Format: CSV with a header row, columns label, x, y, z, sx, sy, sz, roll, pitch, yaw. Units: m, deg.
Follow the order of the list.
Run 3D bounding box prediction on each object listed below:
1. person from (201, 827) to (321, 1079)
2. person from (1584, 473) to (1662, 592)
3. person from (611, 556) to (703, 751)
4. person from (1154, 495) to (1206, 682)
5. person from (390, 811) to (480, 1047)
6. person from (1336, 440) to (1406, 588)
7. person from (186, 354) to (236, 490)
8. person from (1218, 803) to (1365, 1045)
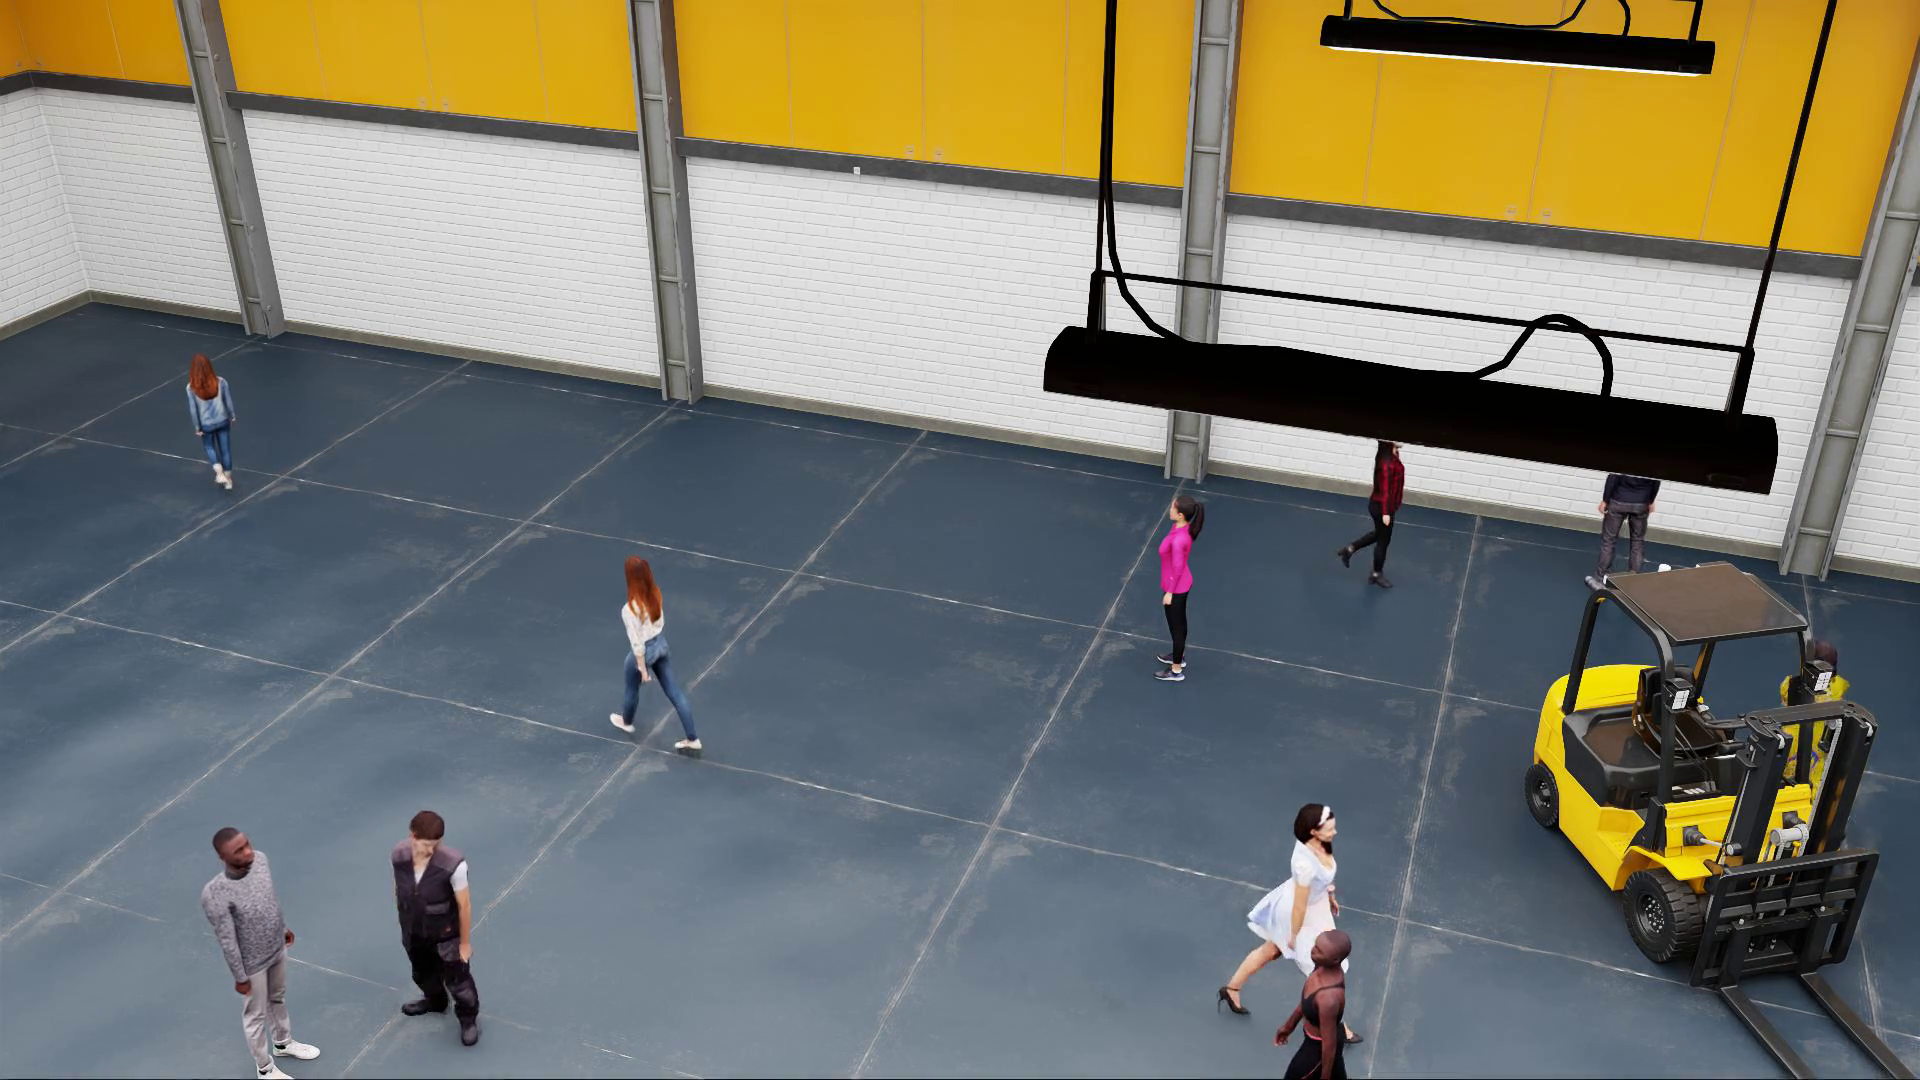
label,x,y,z,sx,sy,sz,roll,pitch,yaw
person,-4.221,2.468,9.963,0.569,1.838,0.700,7,29,12
person,6.088,-0.339,15.074,0.714,1.872,0.821,-1,29,-1
person,-2.347,0.919,12.961,1.200,1.686,0.787,18,33,29
person,1.829,0.385,13.927,0.588,1.699,0.593,7,29,13
person,-3.231,2.340,10.226,0.583,1.811,0.919,14,32,24
person,3.805,-0.314,15.266,0.771,1.644,0.577,10,30,17
person,-7.640,-1.188,17.053,0.665,1.466,0.713,-16,32,-27
person,2.014,2.345,10.261,1.175,1.769,0.708,8,30,14
